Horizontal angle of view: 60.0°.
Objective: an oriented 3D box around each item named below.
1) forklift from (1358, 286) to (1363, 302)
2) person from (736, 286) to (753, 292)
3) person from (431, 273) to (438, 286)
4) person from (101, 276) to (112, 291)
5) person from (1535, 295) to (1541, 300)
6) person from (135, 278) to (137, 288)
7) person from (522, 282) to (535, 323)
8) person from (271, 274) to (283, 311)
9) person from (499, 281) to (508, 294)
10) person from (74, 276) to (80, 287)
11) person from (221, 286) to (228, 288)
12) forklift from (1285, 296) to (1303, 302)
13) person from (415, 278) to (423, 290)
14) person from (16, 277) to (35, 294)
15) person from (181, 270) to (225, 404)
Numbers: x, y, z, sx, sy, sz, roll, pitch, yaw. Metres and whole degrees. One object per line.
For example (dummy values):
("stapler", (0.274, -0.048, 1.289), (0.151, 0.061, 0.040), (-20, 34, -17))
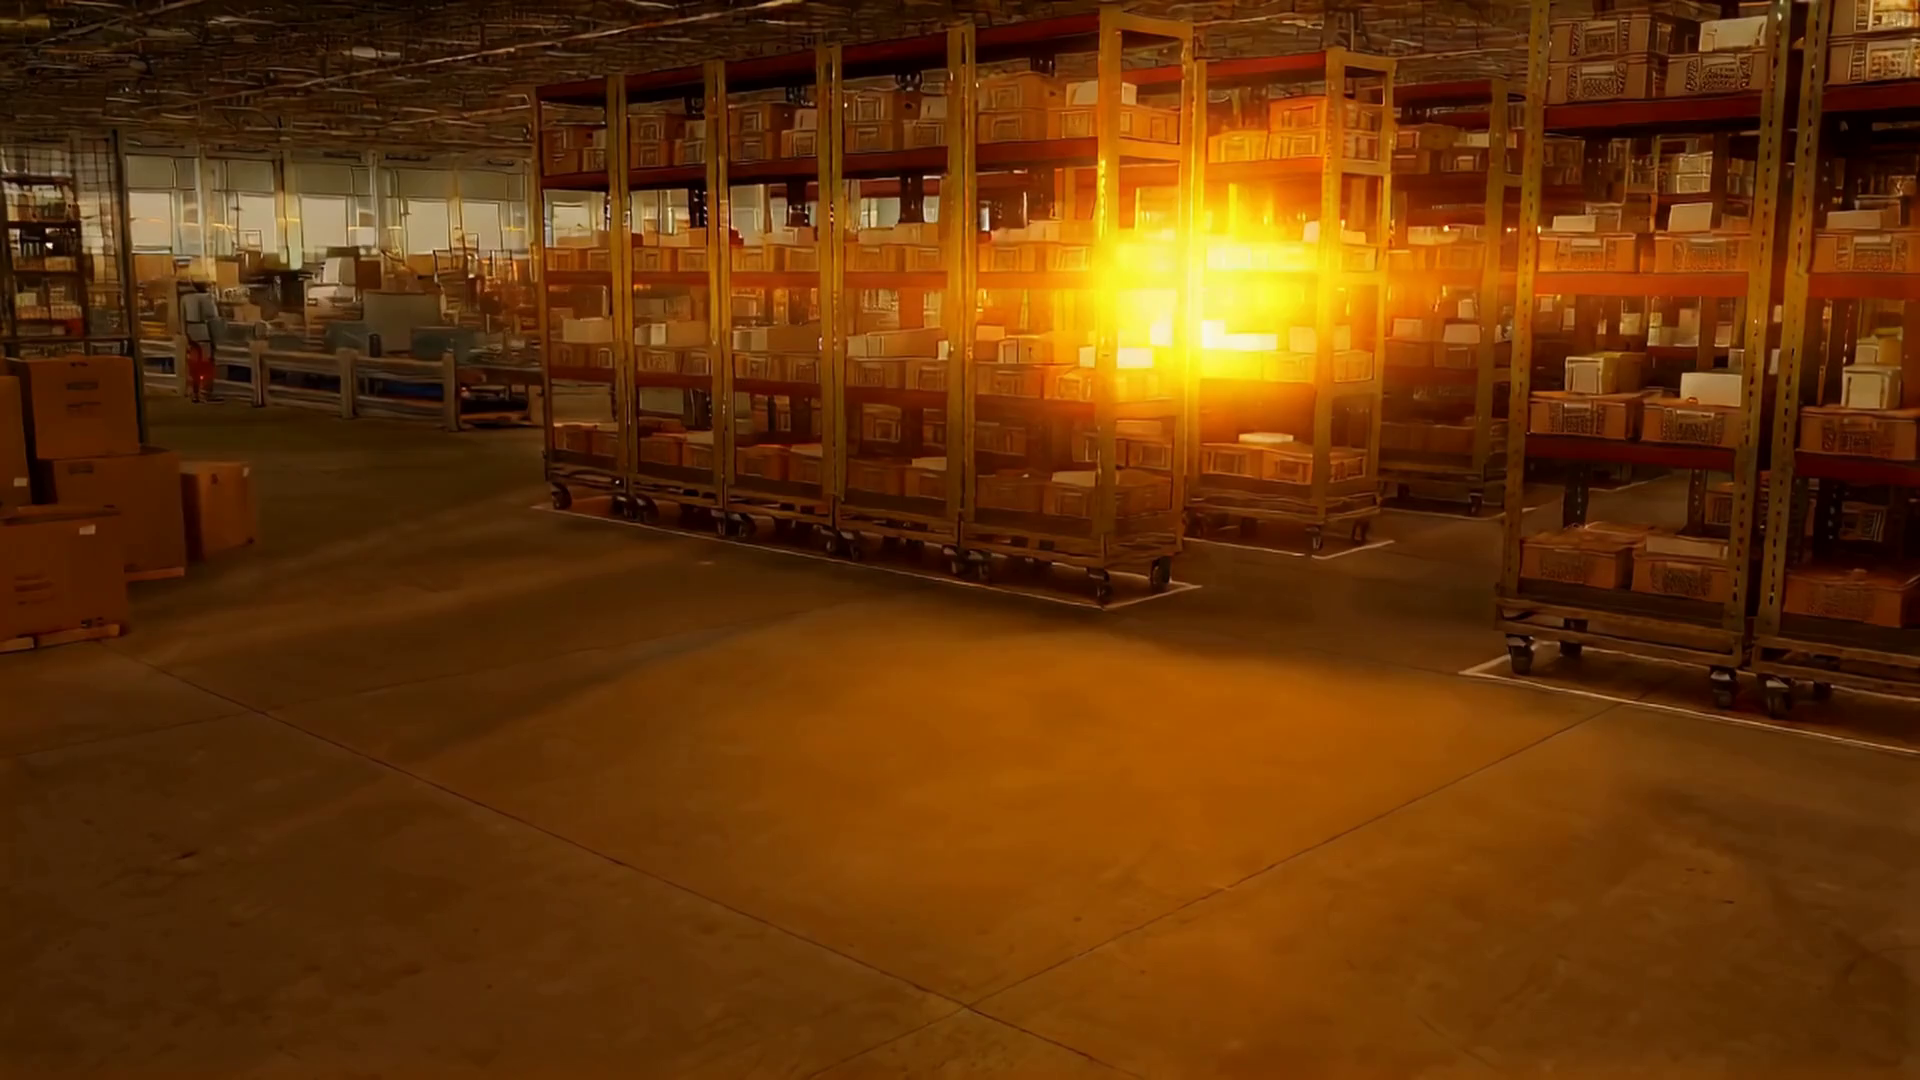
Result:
("forklift", (11.100, -7.017, 46.970), (1.873, 2.768, 1.129), (9, 13, 43))
("person", (-8.602, -9.755, 66.321), (0.686, 2.000, 0.923), (-1, 9, -5))
("person", (-26.918, -12.720, 84.993), (0.894, 1.892, 0.587), (1, 9, 5))
("person", (-28.138, -7.771, 54.874), (0.987, 1.815, 0.539), (-5, 11, -28))
("person", (15.370, -6.150, 44.906), (0.591, 1.824, 0.404), (-1, 9, -4))
("person", (-40.304, -12.004, 80.847), (0.867, 1.814, 0.637), (-3, 10, -17))
("person", (-15.416, -8.397, 59.339), (0.828, 1.596, 0.503), (-4, 10, -24))
("person", (-25.799, -9.085, 62.661), (0.788, 1.898, 0.590), (-1, 9, -7))
("person", (-16.058, -8.281, 58.422), (0.397, 1.669, 0.568), (1, 9, 4))
("person", (-40.509, -11.280, 76.350), (0.784, 1.815, 0.661), (3, 10, 18))
("person", (-25.843, -8.397, 58.595), (0.401, 1.848, 0.544), (-2, 10, -14))
("forklift", (11.544, -8.999, 59.121), (1.873, 2.768, 1.129), (9, 13, 43))
("person", (-19.624, -8.582, 60.031), (0.800, 1.733, 0.547), (-1, 9, -5))
("person", (-29.785, -7.539, 53.100), (0.541, 1.929, 0.397), (-9, 13, -43))
("person", (-11.647, -3.107, 25.543), (0.607, 2.048, 0.366), (4, 10, 25))
